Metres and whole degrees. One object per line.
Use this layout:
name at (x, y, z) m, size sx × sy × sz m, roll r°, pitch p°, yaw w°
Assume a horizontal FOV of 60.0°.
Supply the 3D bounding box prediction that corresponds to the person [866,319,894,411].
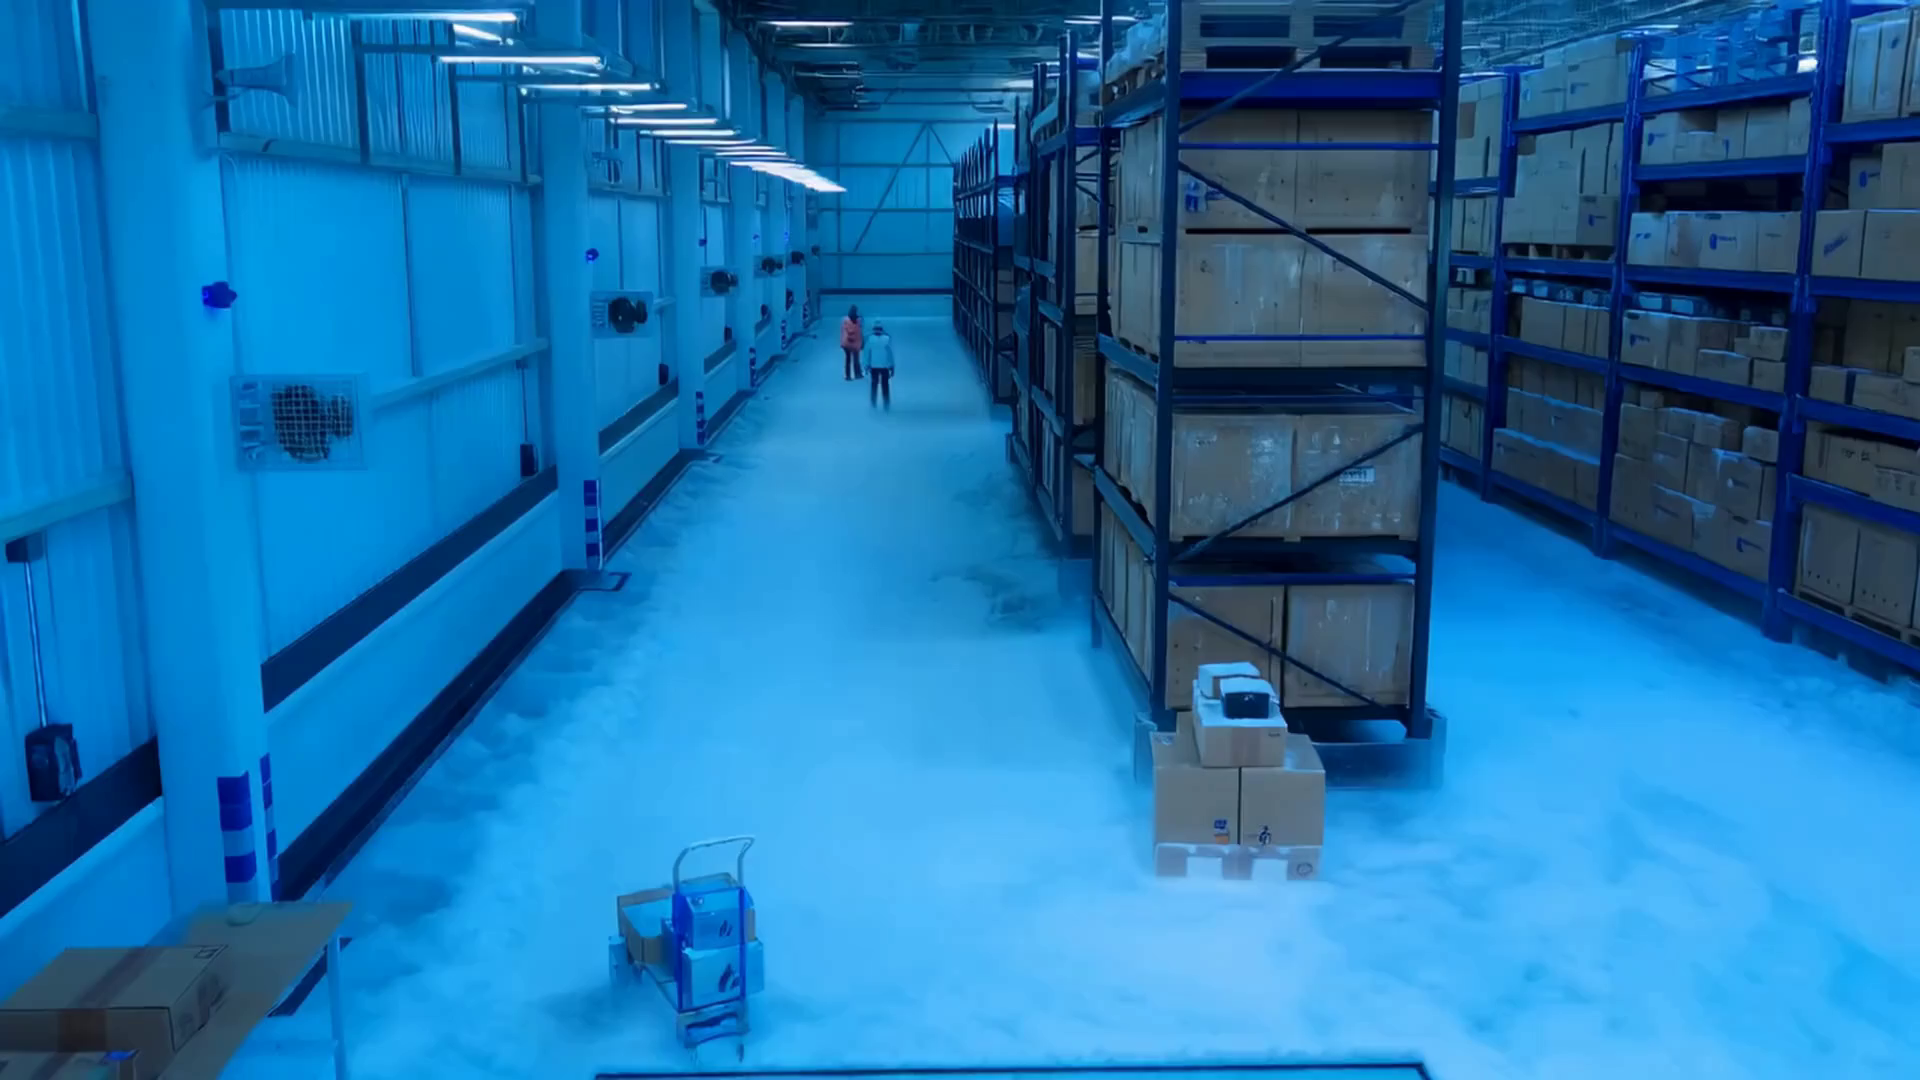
person at (-1.714, -3.747, 35.684) m, size 0.613 × 1.988 × 0.403 m, roll -3°, pitch 11°, yaw -13°

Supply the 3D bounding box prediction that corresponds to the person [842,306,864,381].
person at (-2.744, -5.029, 42.554) m, size 0.589 × 1.911 × 0.387 m, roll -8°, pitch 13°, yaw -35°

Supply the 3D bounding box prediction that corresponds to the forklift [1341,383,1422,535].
forklift at (5.412, -1.519, 21.754) m, size 1.129 × 2.768 × 1.873 m, roll 0°, pitch 11°, yaw -2°
